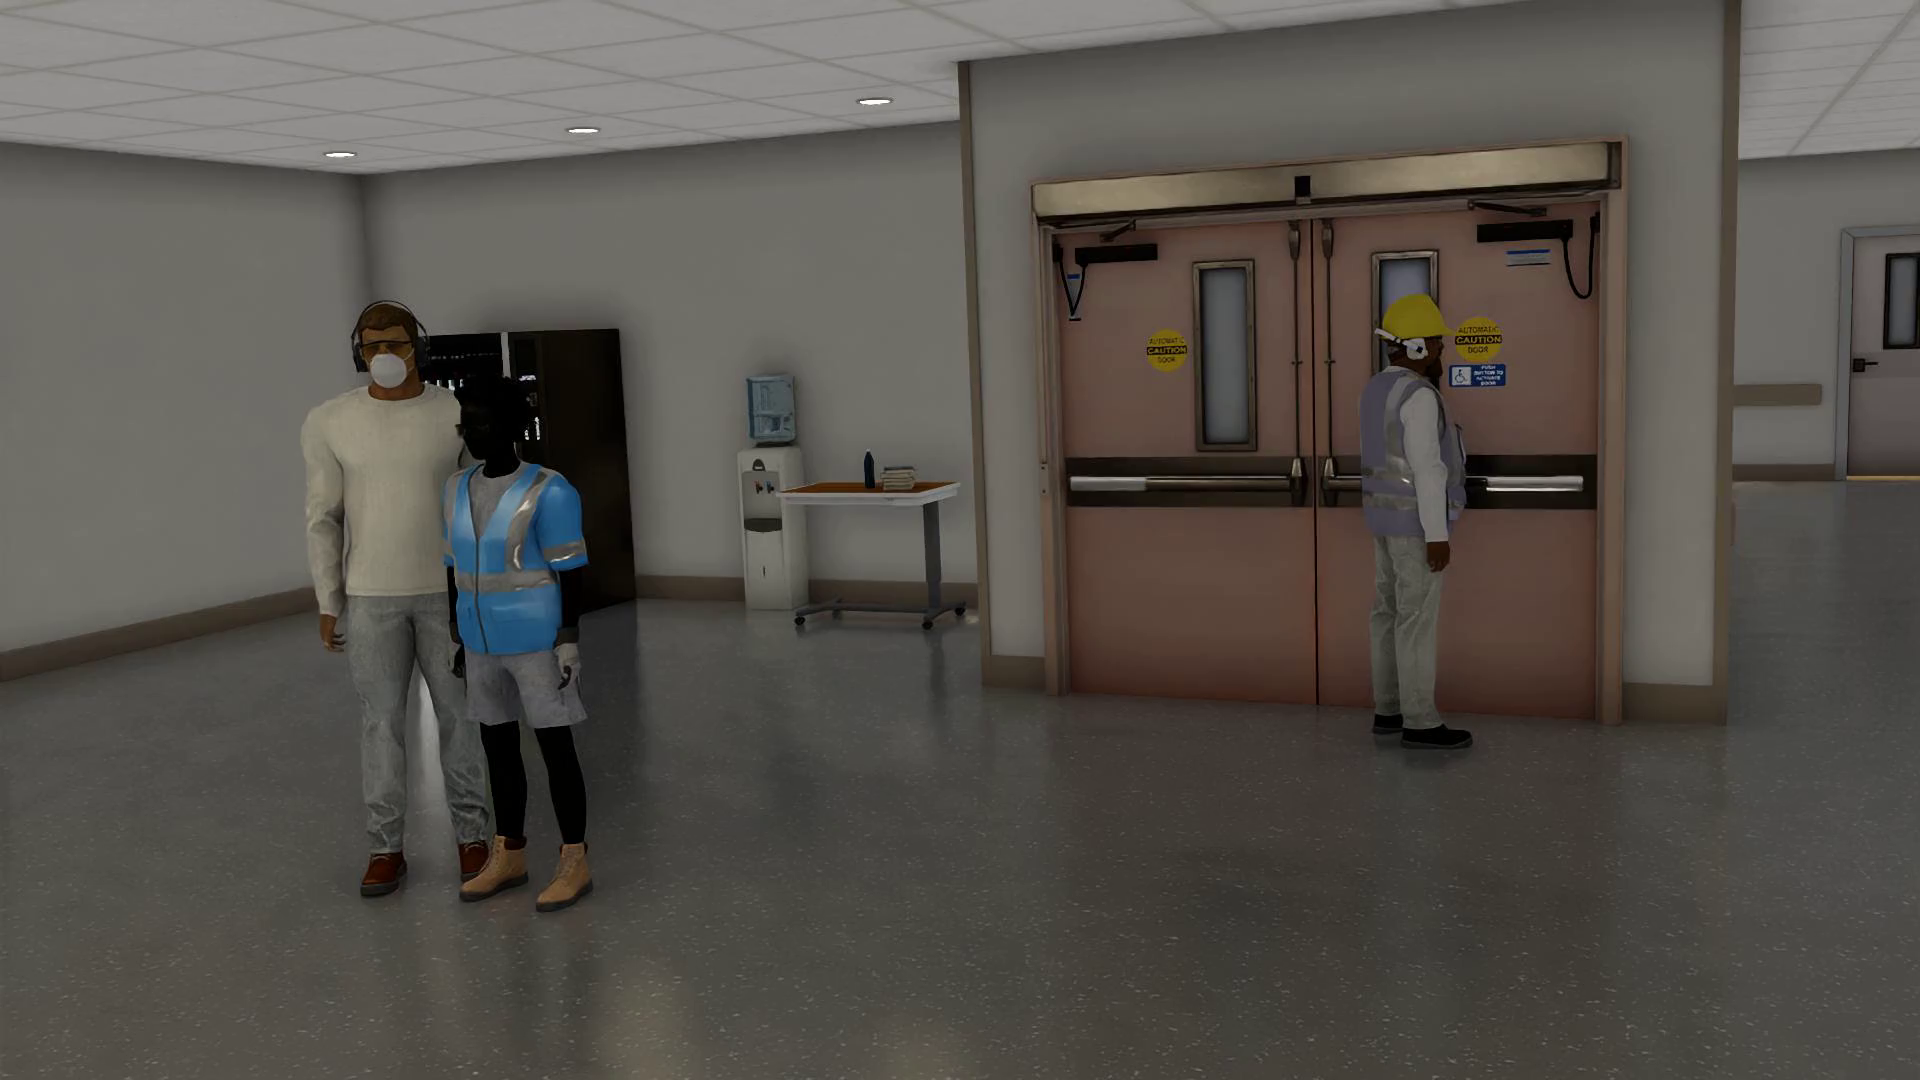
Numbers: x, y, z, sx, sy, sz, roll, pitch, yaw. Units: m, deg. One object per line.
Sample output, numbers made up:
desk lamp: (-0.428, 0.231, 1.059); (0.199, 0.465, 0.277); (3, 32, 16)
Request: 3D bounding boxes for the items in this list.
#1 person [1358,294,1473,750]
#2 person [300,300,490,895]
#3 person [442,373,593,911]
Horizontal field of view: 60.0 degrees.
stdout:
person: (1.849, -0.075, 6.771); (0.403, 1.834, 0.589); (-3, 7, -8)
person: (-1.811, 0.187, 5.492); (0.632, 1.939, 0.368); (-4, 8, -15)
person: (-1.406, 0.322, 5.250); (0.539, 1.695, 0.318); (1, 8, 26)
